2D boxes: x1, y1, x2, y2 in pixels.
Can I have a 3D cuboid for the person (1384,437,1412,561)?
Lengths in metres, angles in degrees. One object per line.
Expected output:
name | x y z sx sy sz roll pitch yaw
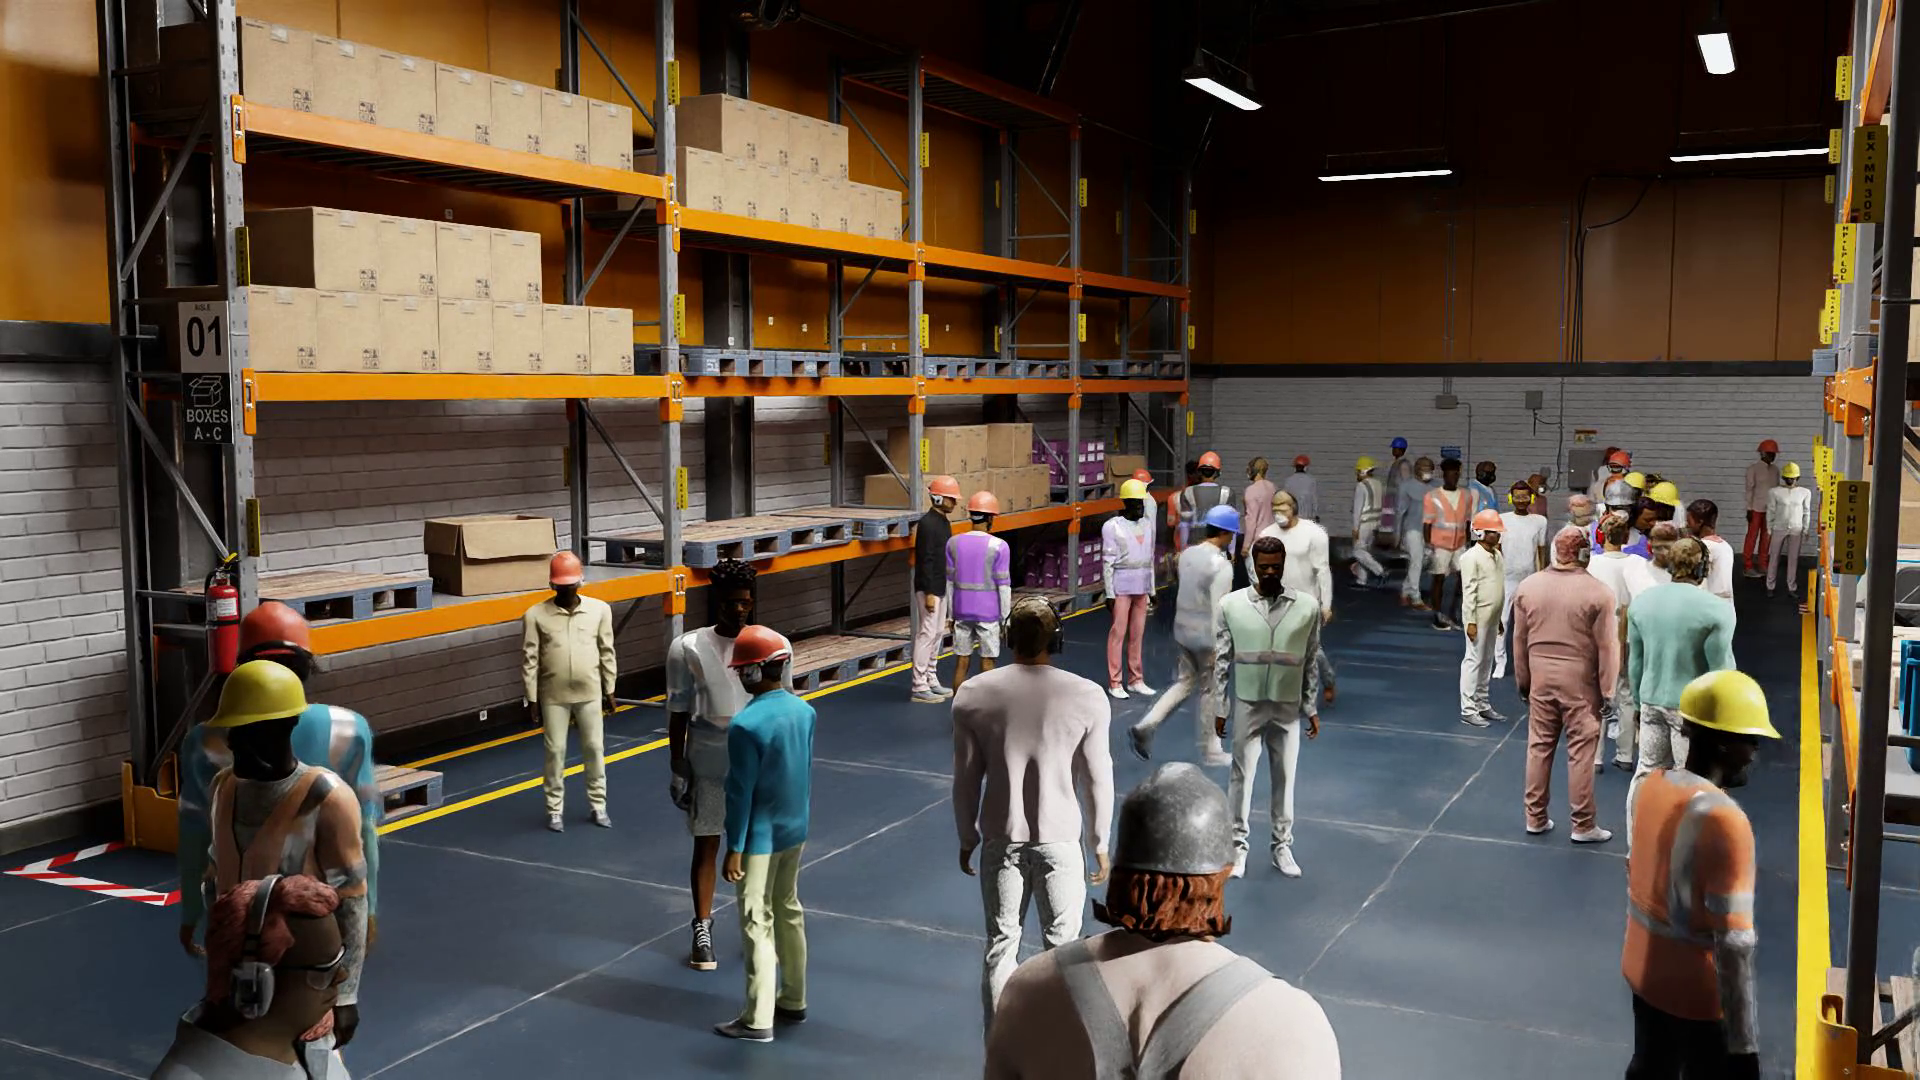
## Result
person | 6.863 -0.637 26.005 0.375 1.950 0.614 0 5 0

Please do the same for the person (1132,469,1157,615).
person | 2.169 0.024 19.941 0.329 1.752 0.563 -1 5 -12

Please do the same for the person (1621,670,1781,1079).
person | 2.247 1.332 5.060 0.487 1.921 0.624 0 5 -3

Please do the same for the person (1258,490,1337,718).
person | 2.804 0.527 13.714 0.679 1.906 0.654 5 7 41

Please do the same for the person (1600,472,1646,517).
person | 6.499 0.299 16.150 0.591 1.913 0.399 2 6 23

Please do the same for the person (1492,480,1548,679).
person | 5.218 0.375 15.547 0.511 1.872 0.328 1 5 13

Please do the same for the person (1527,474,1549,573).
person | 7.313 -0.029 21.217 0.520 1.624 0.287 -3 6 -32

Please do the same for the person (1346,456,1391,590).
person | 5.439 -0.206 22.098 0.582 1.815 0.607 4 7 40

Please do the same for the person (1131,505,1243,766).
person | 1.644 0.701 11.849 0.742 1.909 0.660 -2 6 -23

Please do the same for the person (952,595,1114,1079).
person | 0.287 1.179 6.533 0.636 1.939 0.362 1 5 10

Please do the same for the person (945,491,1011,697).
person | 0.152 0.578 13.085 0.549 1.927 0.393 2 6 25

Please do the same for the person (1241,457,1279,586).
person | 3.409 0.019 19.017 0.357 1.938 0.638 4 7 39

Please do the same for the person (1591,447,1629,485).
person | 9.499 -0.428 24.243 0.588 1.861 0.785 4 7 39

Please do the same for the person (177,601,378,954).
person | -2.367 1.217 5.740 0.611 2.018 0.765 -4 6 -35

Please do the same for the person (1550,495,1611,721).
person | 5.097 0.563 13.567 0.682 1.864 0.418 -4 7 -38

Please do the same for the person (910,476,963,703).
person | -0.184 0.427 14.466 0.434 1.976 0.610 2 6 18

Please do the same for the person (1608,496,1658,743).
person | 5.208 0.612 12.844 0.598 1.906 0.409 -3 6 -31

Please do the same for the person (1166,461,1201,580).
person | 2.569 0.096 18.221 0.615 1.924 0.883 0 5 3

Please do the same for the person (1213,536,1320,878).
person | 1.718 0.928 9.338 0.600 1.917 0.377 0 5 -2

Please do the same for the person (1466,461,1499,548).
person | 6.385 -0.051 20.364 0.431 1.835 0.624 4 7 39

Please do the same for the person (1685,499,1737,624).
person | 5.569 0.648 12.422 0.401 1.909 0.599 5 7 43

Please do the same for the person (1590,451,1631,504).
person | 7.682 -0.048 19.505 0.616 1.986 0.407 5 7 43

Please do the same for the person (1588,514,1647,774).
person | 4.607 0.737 11.776 0.570 1.844 0.379 -1 5 -12

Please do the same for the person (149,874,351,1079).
person | -1.217 1.532 2.965 0.400 1.900 0.642 0 5 -2

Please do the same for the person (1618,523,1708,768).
person | 4.845 0.778 11.513 0.569 1.818 0.479 2 6 19

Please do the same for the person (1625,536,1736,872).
person | 3.972 0.939 9.201 0.377 1.929 0.627 -3 6 -29

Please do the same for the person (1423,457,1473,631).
person | 5.469 0.056 18.537 0.645 1.946 0.559 -1 5 -12

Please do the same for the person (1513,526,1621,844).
person | 3.687 0.867 10.076 0.402 1.904 0.652 -5 7 -42

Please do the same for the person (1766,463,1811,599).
person | 10.676 -0.117 21.439 0.526 1.760 0.337 1 5 13

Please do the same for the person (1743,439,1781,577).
person | 11.510 -0.450 23.821 0.616 1.986 0.412 -2 6 -23

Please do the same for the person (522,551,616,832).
person | -2.408 0.932 10.271 0.573 1.737 0.354 -2 6 -22

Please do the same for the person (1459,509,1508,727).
person | 4.263 0.623 13.494 0.330 1.751 0.563 5 7 42

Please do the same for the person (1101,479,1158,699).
person | 1.510 0.427 14.666 0.588 1.930 0.364 -4 7 -36

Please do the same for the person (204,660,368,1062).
person | -2.084 1.318 5.095 0.588 1.928 0.384 2 6 25

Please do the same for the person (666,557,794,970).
person | -1.074 1.051 7.850 0.611 1.958 0.368 -1 5 -15

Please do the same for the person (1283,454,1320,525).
person | 5.009 -0.401 24.612 0.602 1.732 0.547 4 6 35

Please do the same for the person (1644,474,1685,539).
person | 7.658 0.170 18.161 0.966 1.810 0.600 -5 7 -41

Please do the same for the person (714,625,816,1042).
person | -0.839 1.228 7.068 0.354 1.740 0.575 3 6 25

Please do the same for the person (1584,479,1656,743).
person | 5.055 0.547 12.789 0.688 2.000 0.538 1 6 15

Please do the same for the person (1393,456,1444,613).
person | 5.582 -0.091 20.391 0.637 1.909 0.814 -2 6 -18

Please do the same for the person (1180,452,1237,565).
person | 2.670 0.072 17.896 0.607 2.044 0.375 1 5 11
